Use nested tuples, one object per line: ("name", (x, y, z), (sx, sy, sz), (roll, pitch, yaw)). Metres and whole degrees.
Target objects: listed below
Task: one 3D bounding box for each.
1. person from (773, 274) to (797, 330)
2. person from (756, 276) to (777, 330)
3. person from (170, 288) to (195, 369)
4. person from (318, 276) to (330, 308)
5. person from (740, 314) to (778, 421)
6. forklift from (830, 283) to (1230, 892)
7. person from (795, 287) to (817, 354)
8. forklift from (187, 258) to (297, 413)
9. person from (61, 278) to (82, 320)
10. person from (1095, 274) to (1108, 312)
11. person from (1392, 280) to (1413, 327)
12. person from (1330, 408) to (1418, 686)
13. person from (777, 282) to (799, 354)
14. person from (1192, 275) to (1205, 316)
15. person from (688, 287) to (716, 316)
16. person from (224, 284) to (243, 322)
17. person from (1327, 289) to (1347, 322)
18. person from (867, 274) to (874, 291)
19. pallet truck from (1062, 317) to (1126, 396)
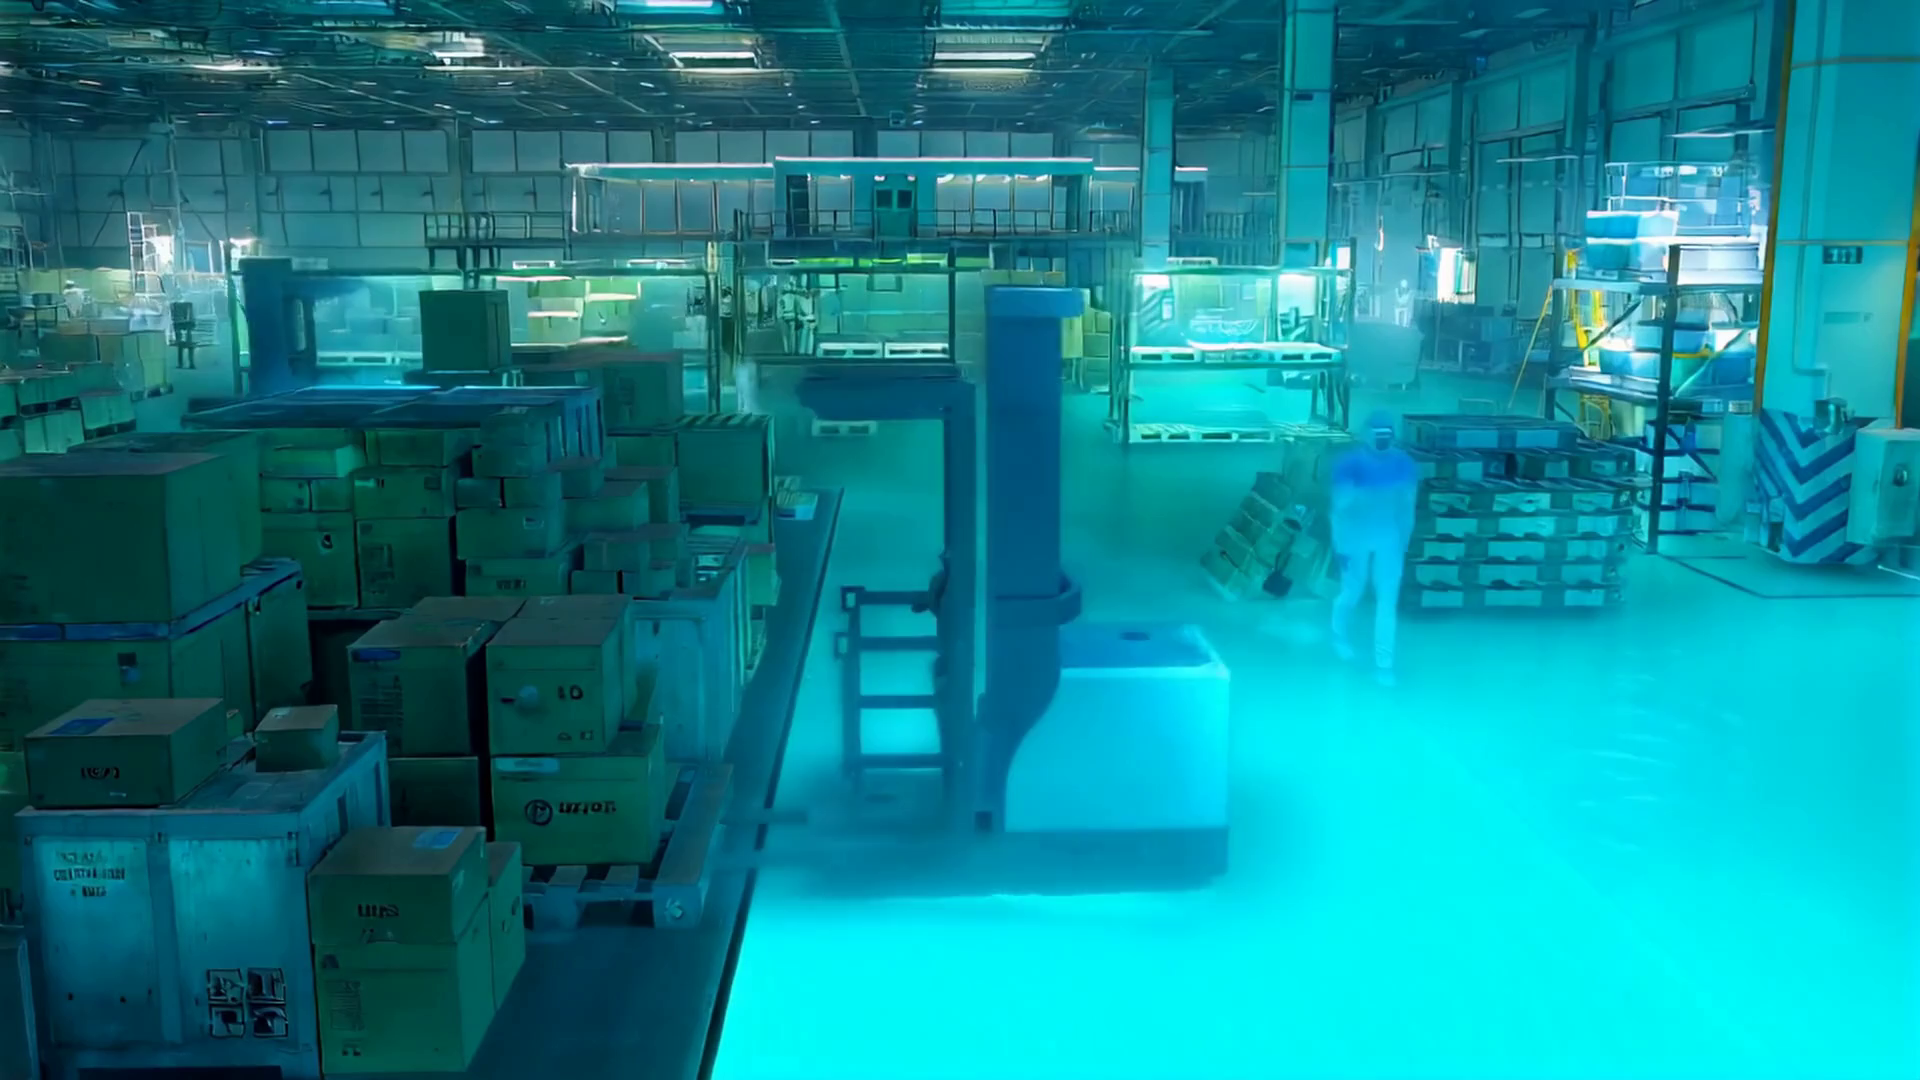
("person", (-5.775, -8.021, 56.292), (1.072, 1.923, 0.637), (-4, 11, -19))
("person", (-6.576, -8.099, 56.995), (0.978, 1.833, 0.608), (-1, 10, -7))
("person", (-18.603, -5.061, 39.798), (0.551, 1.936, 0.357), (-1, 10, -4))
("person", (-25.186, -9.620, 65.755), (0.510, 1.730, 0.418), (-2, 10, -9))
("person", (-3.420, -2.853, 27.794), (0.708, 1.841, 0.586), (2, 10, 10))
("forklift", (0.315, 0.172, 8.022), (1.873, 2.768, 1.129), (0, 10, -2))
("person", (-3.924, -5.492, 42.350), (0.584, 1.884, 0.347), (-6, 12, -29))
("forklift", (-8.757, -2.189, 21.177), (1.873, 2.768, 1.129), (0, 10, -2))
("person", (-28.182, -7.382, 52.876), (0.549, 1.895, 0.908), (0, 10, 1))
("person", (4.919, -8.276, 57.828), (0.406, 1.903, 0.582), (-6, 12, -31))
("person", (14.215, -7.438, 53.365), (0.654, 1.816, 0.635), (1, 10, 5))
("person", (2.859, 0.009, 11.676), (0.623, 1.910, 0.871), (0, 10, -2))
("person", (-4.585, -5.884, 44.352), (0.602, 1.949, 0.391), (-5, 11, -25))
("person", (9.278, -9.461, 64.578), (0.516, 1.841, 0.326), (6, 12, 31))
("person", (-6.050, -4.904, 38.641), (0.692, 2.000, 1.042), (5, 11, 27))
("person", (-21.134, -6.522, 48.332), (0.593, 1.813, 0.668), (3, 11, 15))
("person", (9.392, -5.363, 41.749), (0.592, 1.847, 0.527), (2, 10, 12))
("person", (-3.332, -8.485, 58.919), (0.539, 1.929, 0.389), (-3, 11, -18))
("pallet truck", (2.483, -3.881, 33.060), (1.885, 1.965, 0.823), (-7, 13, -36))
